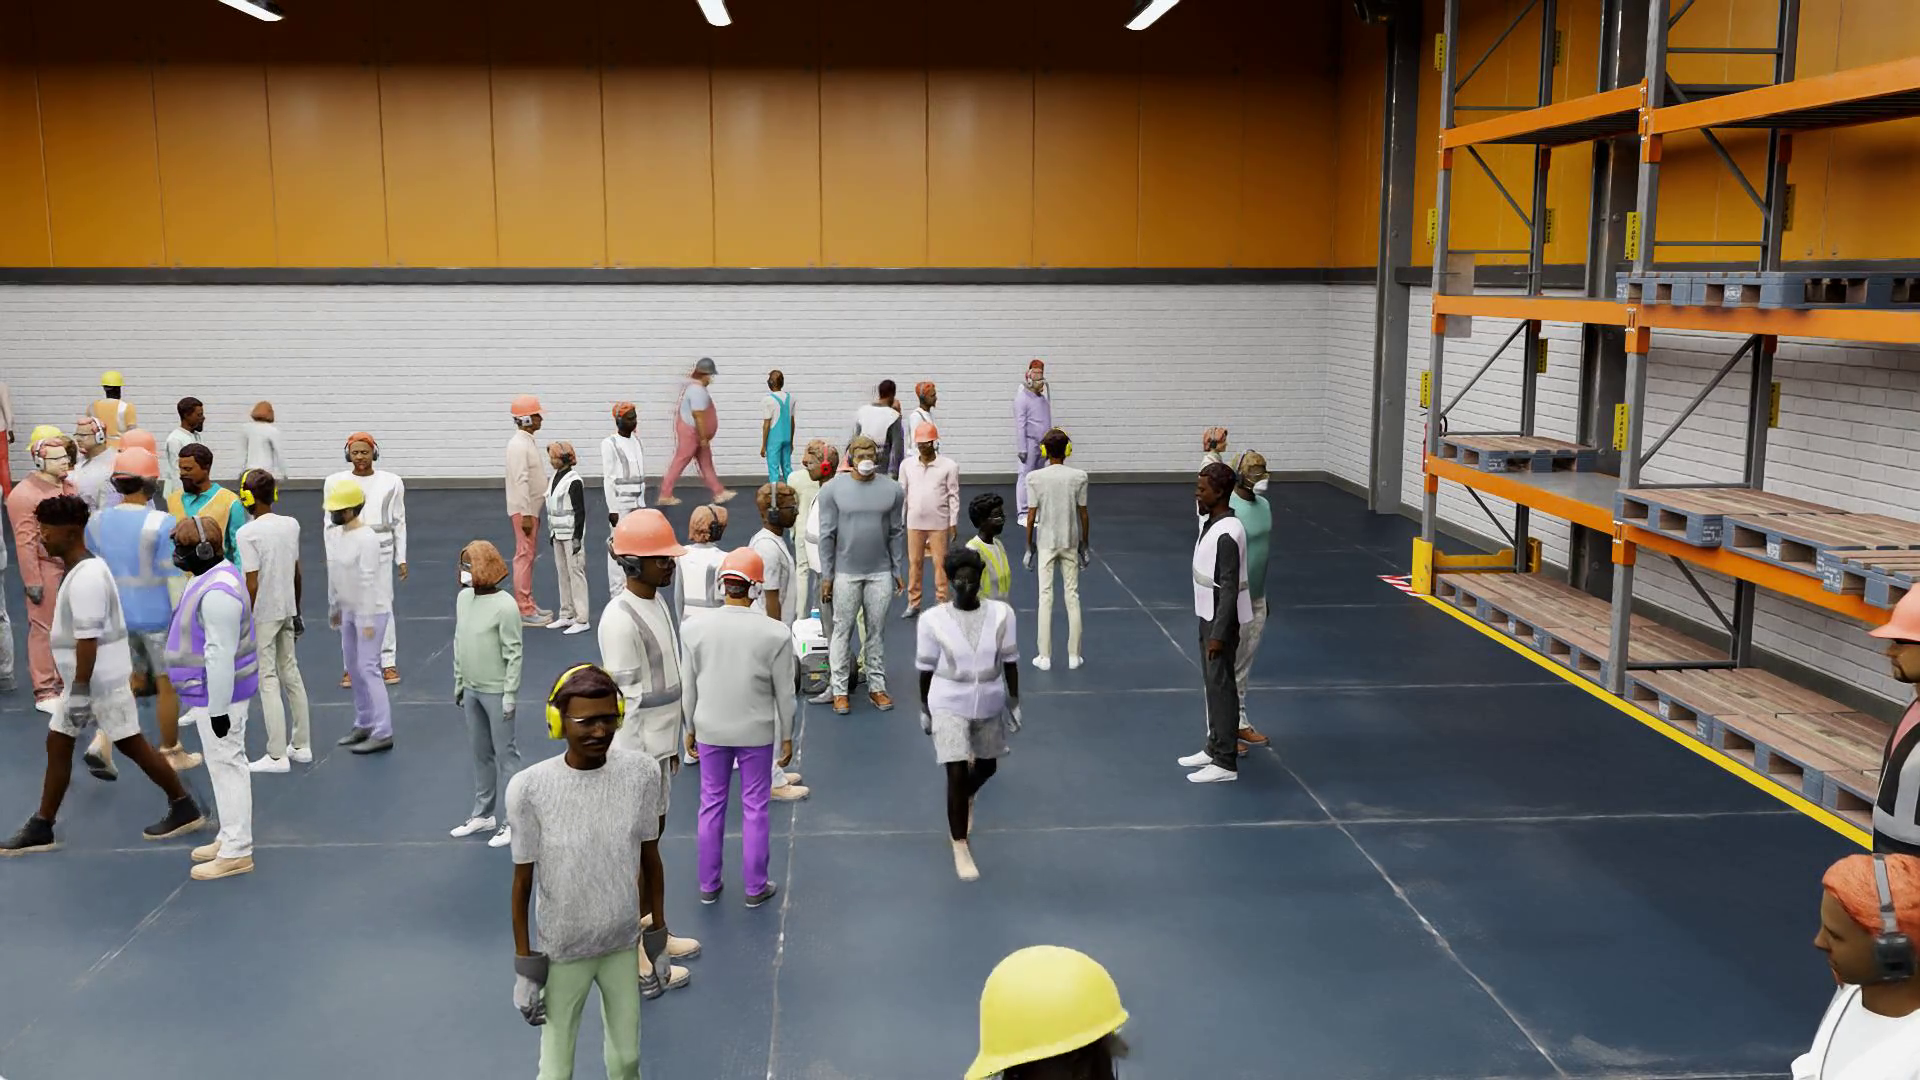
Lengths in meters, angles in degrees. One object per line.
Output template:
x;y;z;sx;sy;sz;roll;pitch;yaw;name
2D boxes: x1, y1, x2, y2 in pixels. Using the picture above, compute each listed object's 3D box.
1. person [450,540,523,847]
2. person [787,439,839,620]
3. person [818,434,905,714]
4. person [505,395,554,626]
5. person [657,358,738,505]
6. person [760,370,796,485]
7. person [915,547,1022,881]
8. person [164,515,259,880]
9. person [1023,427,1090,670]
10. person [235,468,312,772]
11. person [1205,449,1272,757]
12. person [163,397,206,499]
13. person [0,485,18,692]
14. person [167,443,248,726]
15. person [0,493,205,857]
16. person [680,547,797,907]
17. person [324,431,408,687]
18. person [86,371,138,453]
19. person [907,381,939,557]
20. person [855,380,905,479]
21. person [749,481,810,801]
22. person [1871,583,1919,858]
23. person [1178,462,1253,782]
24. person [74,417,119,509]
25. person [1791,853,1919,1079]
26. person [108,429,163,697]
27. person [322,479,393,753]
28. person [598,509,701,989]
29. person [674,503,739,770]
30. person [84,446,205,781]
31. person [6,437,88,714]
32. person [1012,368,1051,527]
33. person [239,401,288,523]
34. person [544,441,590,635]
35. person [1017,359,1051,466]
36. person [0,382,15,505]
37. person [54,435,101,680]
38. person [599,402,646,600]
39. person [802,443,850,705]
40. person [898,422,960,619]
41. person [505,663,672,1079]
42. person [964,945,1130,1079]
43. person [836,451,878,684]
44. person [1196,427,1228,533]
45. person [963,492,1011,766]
-2.522;0.808;8.857;0.497;1.633;0.285;7;11;36;person
-1.237;-0.054;14.301;0.493;1.625;0.282;1;9;7;person
-0.674;0.230;11.531;0.627;1.941;0.370;-3;10;-20;person
-3.742;-0.259;14.417;0.369;1.997;0.609;-2;9;-10;person
-3.494;-1.462;21.837;1.059;2.000;0.689;-1;9;-4;person
-2.293;-1.215;20.902;0.345;1.846;0.508;9;12;43;person
0.018;0.835;8.560;0.530;1.671;0.747;-3;9;-17;person
-3.772;0.782;8.414;0.429;1.837;0.623;-4;10;-26;person
0.743;0.069;12.771;0.520;1.869;0.327;-1;9;-3;person
-4.219;0.489;10.145;0.319;1.863;0.536;3;9;17;person
1.778;0.388;10.543;0.354;1.937;0.635;7;11;36;person
-7.146;-0.369;15.406;0.396;1.911;0.597;-1;9;-4;person
-7.015;0.186;11.820;0.413;1.939;0.605;0;9;-1;person
-5.030;0.302;11.141;0.599;1.917;0.377;3;9;17;person
-4.547;0.695;8.738;1.020;1.908;0.614;-6;11;-32;person
-1.055;0.897;7.985;0.568;1.738;0.351;1;9;5;person
-4.376;0.141;12.268;0.573;1.883;0.355;-3;10;-19;person
-9.727;-0.983;19.182;0.585;1.929;0.377;1;9;3;person
-0.389;-0.771;17.997;0.360;1.883;0.574;2;9;14;person
-0.836;-0.836;18.411;0.607;1.872;0.911;8;12;42;person
-1.073;0.578;9.639;0.349;1.847;0.505;-2;9;-10;person
3.130;1.147;5.447;0.385;2.045;0.605;3;10;20;person
1.549;0.487;9.973;0.391;1.922;0.593;0;9;0;person
-6.871;-0.029;13.262;0.643;1.909;0.410;4;10;23;person
1.871;1.545;3.440;0.353;1.886;0.572;1;9;9;person
-5.900;0.162;11.997;0.368;1.925;0.553;-8;12;-41;person
-3.862;0.471;10.596;0.589;1.754;0.374;8;12;41;person
-1.328;0.879;7.134;0.371;2.044;0.608;0;9;1;person
-1.533;0.597;10.168;0.522;1.638;0.309;7;12;38;person
-4.862;0.459;9.851;0.625;2.027;0.679;2;9;13;person
-6.269;0.239;11.575;0.403;1.911;0.637;1;9;7;person
0.902;-1.118;20.099;0.407;1.909;0.639;5;11;31;person
-7.967;-0.797;19.078;0.505;1.585;0.813;4;10;21;person
-3.327;-0.023;14.064;0.310;1.637;0.523;-7;11;-38;person
1.036;-1.541;22.852;0.583;1.879;0.365;-8;12;-41;person
-12.772;-1.442;21.880;0.609;1.988;0.392;-2;9;-15;person
-6.646;0.133;12.471;0.351;1.837;0.511;3;10;18;person
-3.030;-0.314;15.126;0.356;1.883;0.573;3;10;19;person
-0.918;0.236;11.787;0.389;1.846;0.564;-2;9;-11;person
-0.289;-0.168;14.607;0.572;1.750;0.330;2;9;14;person
-1.147;1.284;5.183;0.501;1.861;0.334;-6;11;-32;person
0.273;1.636;2.890;0.385;1.893;0.652;-8;12;-43;person
-0.751;0.192;12.345;0.327;1.752;0.562;-1;9;-4;person
2.323;-0.220;15.296;0.307;1.641;0.511;3;9;16;person
0.147;0.544;10.317;0.322;1.697;0.533;3;10;19;person
